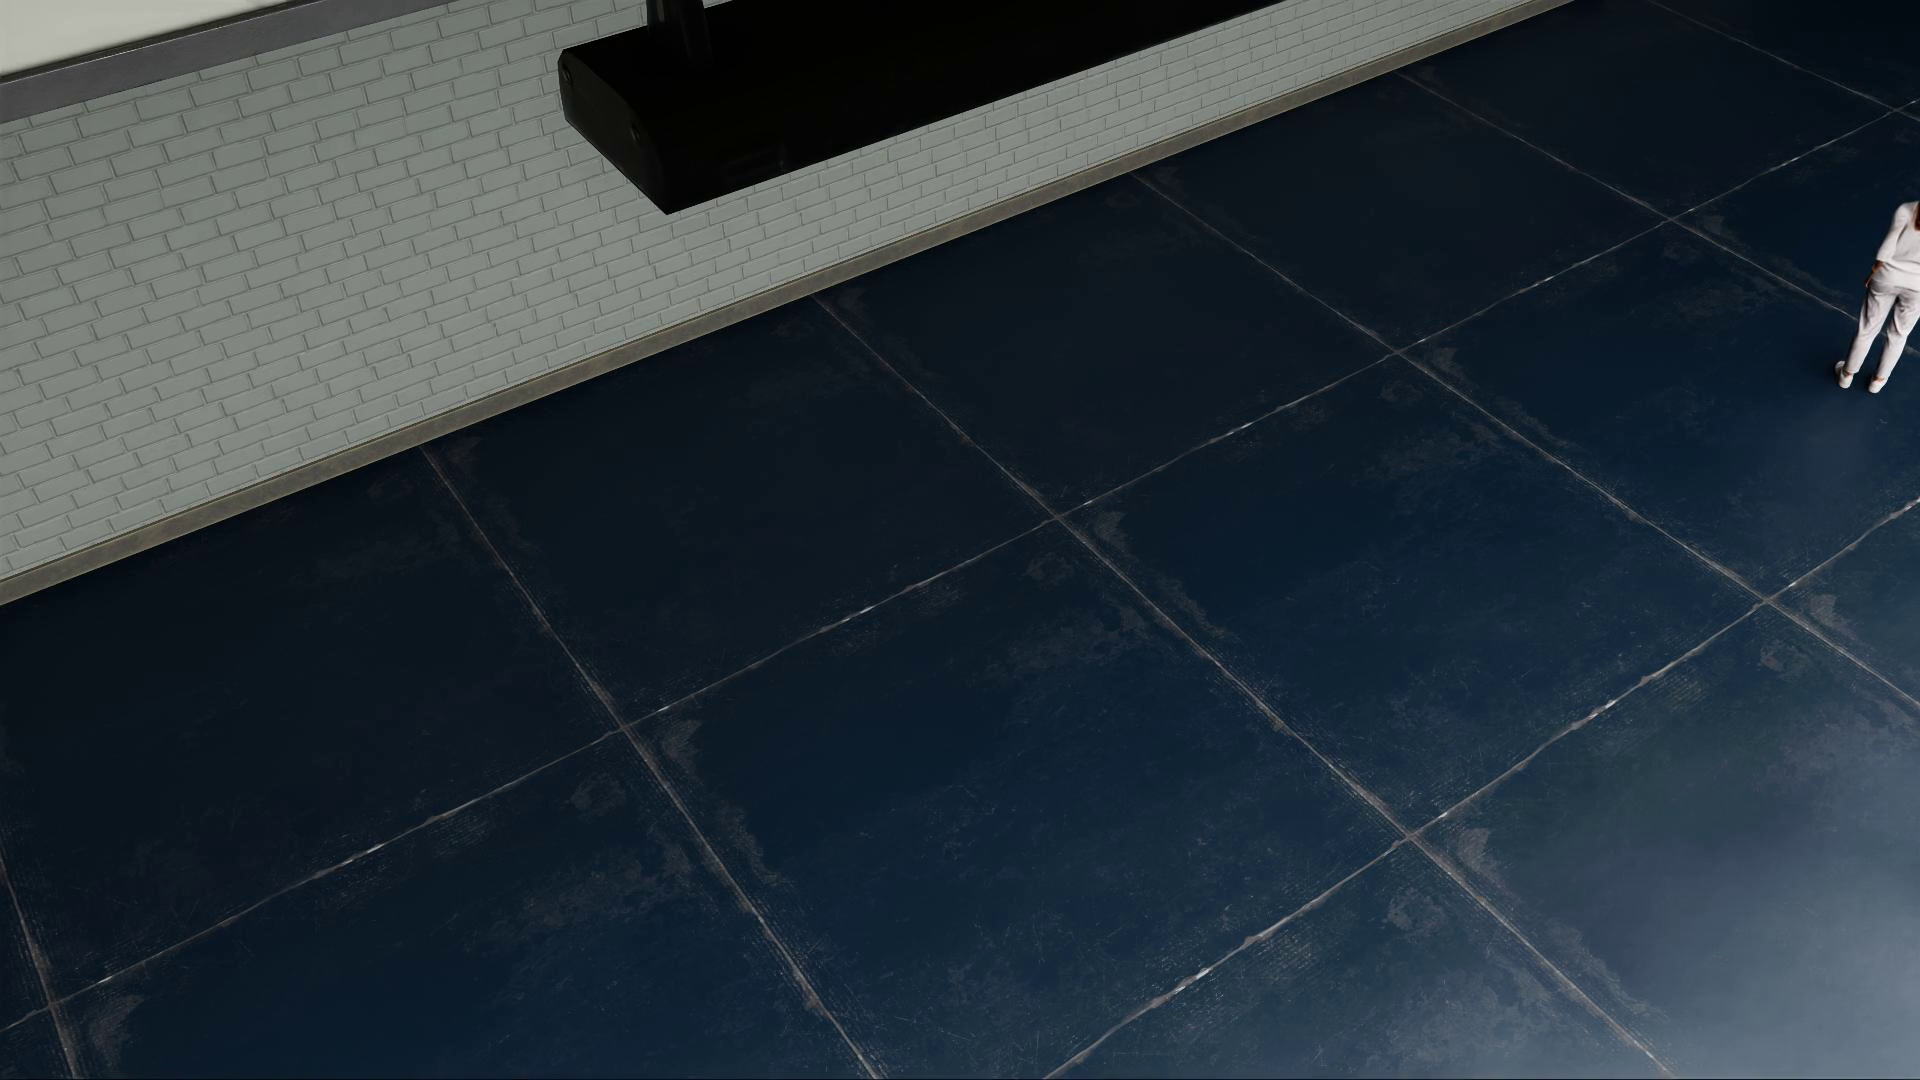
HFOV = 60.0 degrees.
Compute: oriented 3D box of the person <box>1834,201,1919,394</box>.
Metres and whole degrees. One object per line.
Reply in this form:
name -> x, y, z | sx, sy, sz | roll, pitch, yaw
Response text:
person -> 6.148, -1.694, 10.818 | 0.649, 1.688, 0.745 | 16, 45, 16
